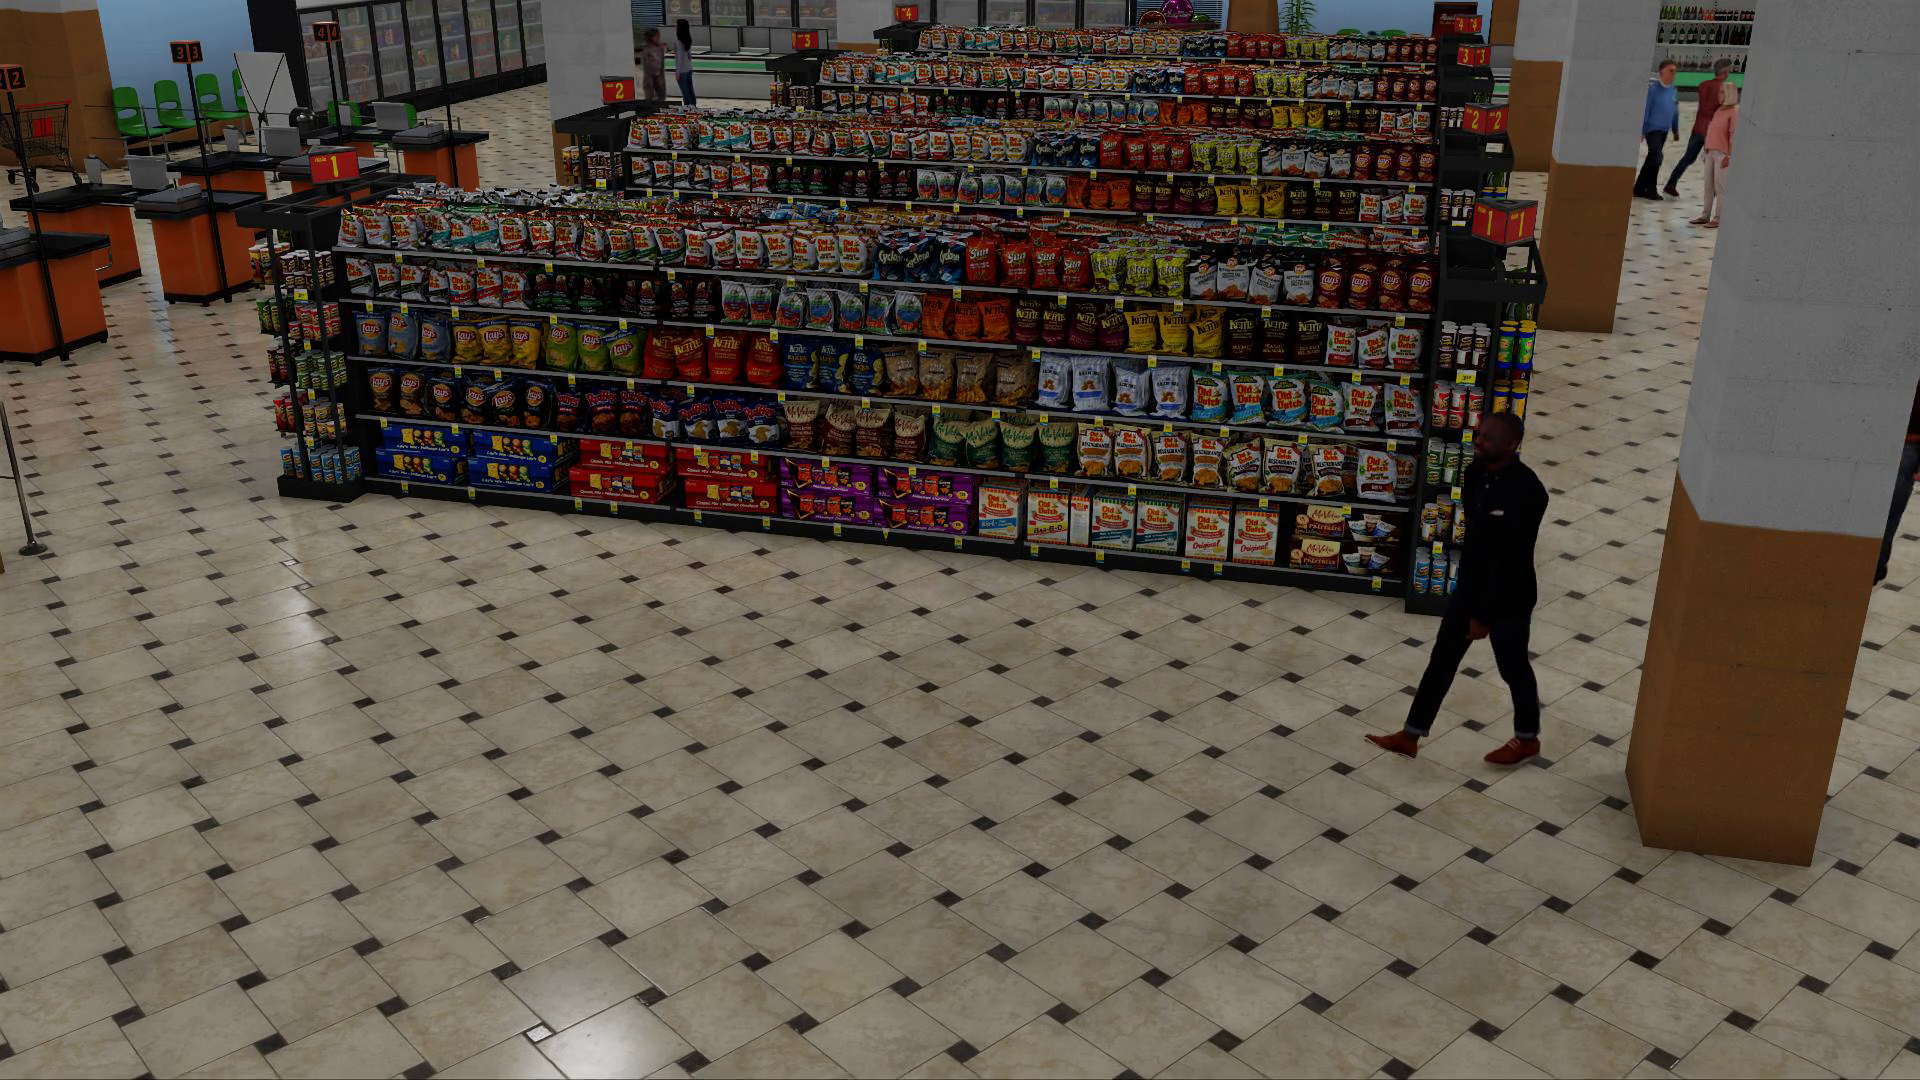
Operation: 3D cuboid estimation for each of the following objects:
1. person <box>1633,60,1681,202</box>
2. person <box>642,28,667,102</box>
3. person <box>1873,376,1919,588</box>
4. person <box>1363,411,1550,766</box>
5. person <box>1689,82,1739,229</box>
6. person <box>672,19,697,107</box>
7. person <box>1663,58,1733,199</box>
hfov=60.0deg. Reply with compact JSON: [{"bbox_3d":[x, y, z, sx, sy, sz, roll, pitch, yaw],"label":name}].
[{"bbox_3d":[9.106,-5.406,21.911,0.899,1.797,0.964,-14,26,-31],"label":"person"},{"bbox_3d":[-5.073,-7.519,27.330,0.999,1.679,1.073,-12,25,-28],"label":"person"},{"bbox_3d":[5.435,-0.511,9.767,0.987,1.769,0.996,-19,29,-39],"label":"person"},{"bbox_3d":[2.583,0.280,7.792,1.238,1.773,1.077,-7,23,-17],"label":"person"},{"bbox_3d":[9.226,-4.681,20.204,0.669,1.725,0.675,-5,22,-12],"label":"person"},{"bbox_3d":[-4.726,-8.071,28.628,0.548,1.735,0.626,8,23,19],"label":"person"},{"bbox_3d":[9.696,-5.338,21.758,1.292,1.786,1.204,-11,24,-25],"label":"person"}]
